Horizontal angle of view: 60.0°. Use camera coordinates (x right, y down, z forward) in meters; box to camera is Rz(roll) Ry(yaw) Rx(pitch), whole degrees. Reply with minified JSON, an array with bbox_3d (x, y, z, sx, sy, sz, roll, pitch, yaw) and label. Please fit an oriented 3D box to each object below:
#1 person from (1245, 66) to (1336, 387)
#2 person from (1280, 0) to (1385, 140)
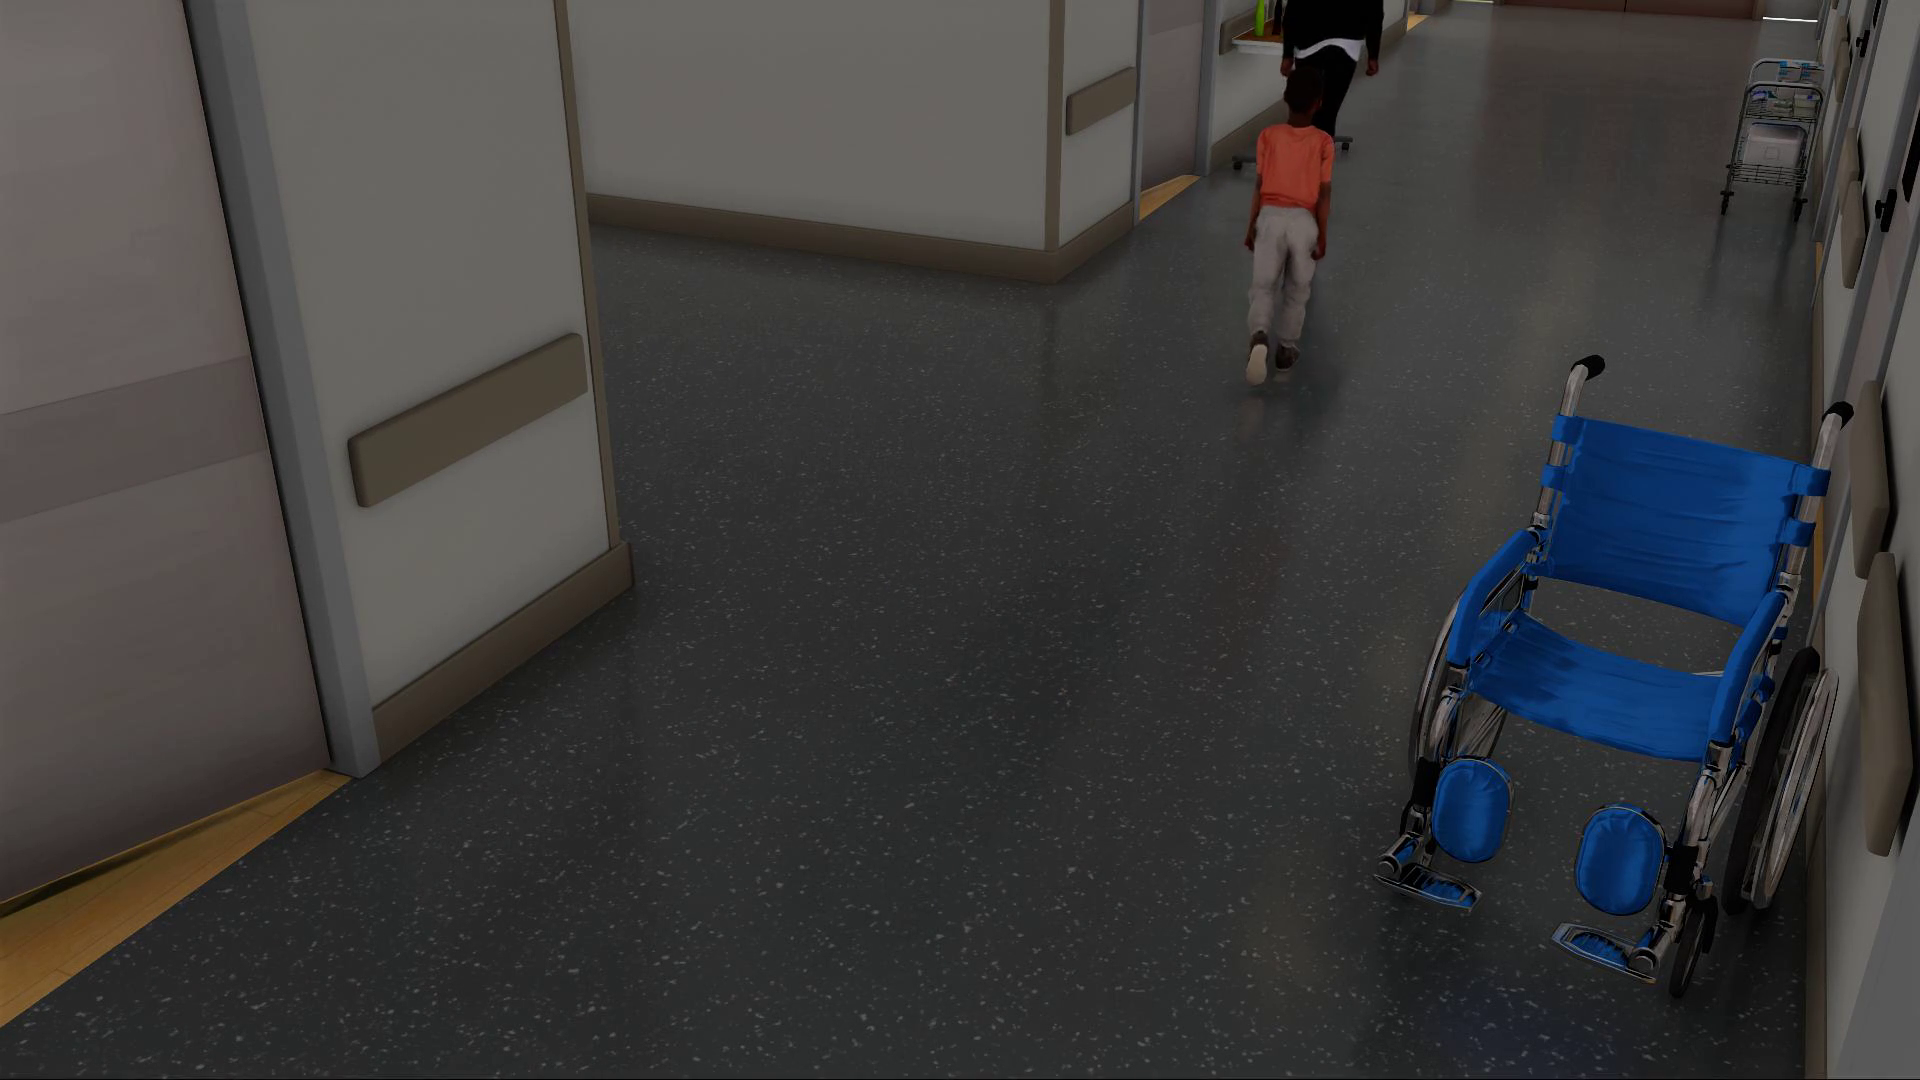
[{"bbox_3d":[1.333,-1.272,6.846,0.531,1.296,0.820,9,27,19],"label":"person"},{"bbox_3d":[2.017,-2.695,9.252,0.704,1.769,1.165,12,28,24],"label":"person"}]
